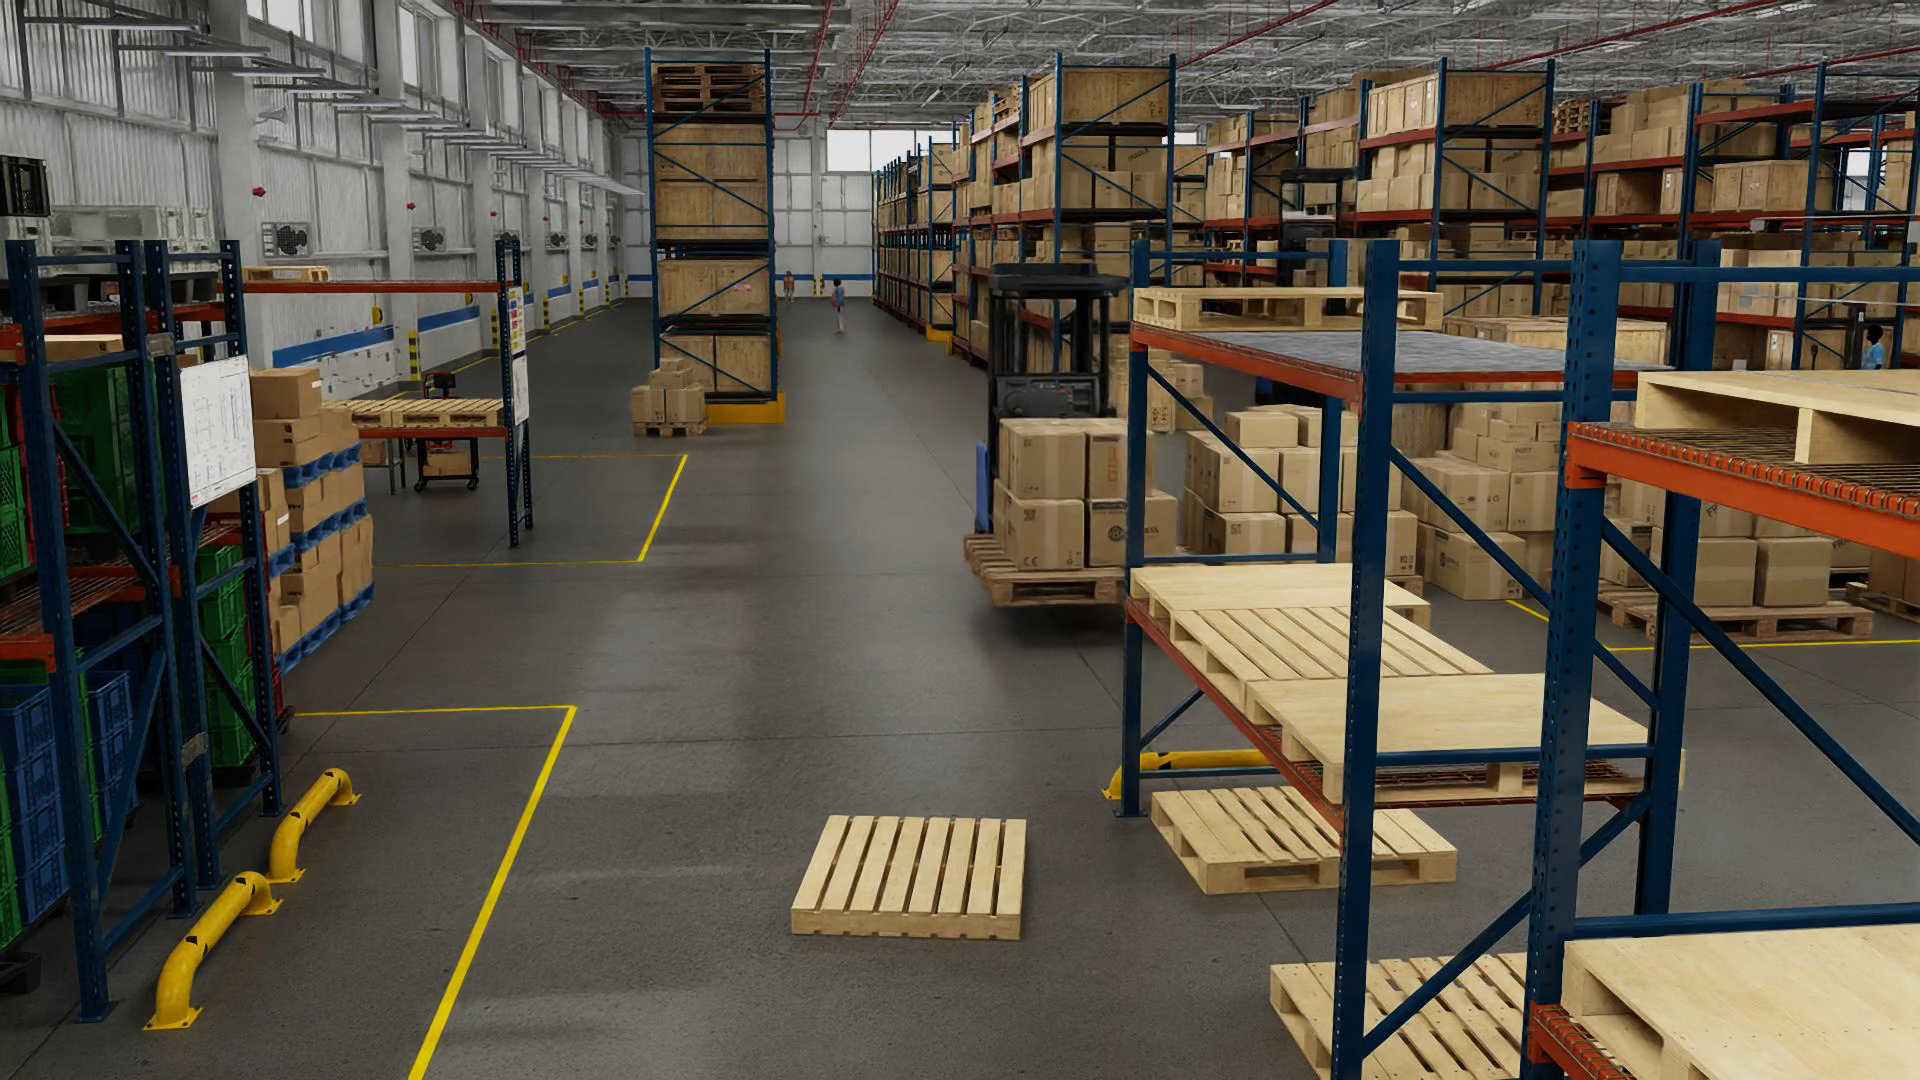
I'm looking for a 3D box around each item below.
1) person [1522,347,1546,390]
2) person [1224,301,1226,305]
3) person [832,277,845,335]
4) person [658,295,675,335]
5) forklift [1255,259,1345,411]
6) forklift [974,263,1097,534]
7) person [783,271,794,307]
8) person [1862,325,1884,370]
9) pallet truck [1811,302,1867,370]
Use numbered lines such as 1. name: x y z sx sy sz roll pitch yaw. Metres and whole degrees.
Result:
1. person: 6.204 -1.108 17.762 0.519 1.908 0.608 -4 11 -22
2. person: 9.460 -8.296 58.059 0.526 1.743 0.714 1 10 7
3. person: -3.921 -7.539 53.591 0.429 1.839 0.634 -1 10 -5
4. person: -7.943 -5.952 44.715 0.591 1.866 1.011 -3 11 -15
5. forklift: 5.989 -3.681 29.329 1.129 2.768 1.873 -1 10 -6
6. forklift: 0.756 -1.157 15.343 1.129 2.768 1.873 -1 10 -6
7. person: -7.776 -11.407 75.577 0.510 1.640 0.308 1 10 8
8. person: 14.523 -2.574 26.474 0.322 1.697 0.536 3 11 17
9. pallet truck: 15.846 -3.142 28.793 1.885 1.965 0.823 2 10 12
